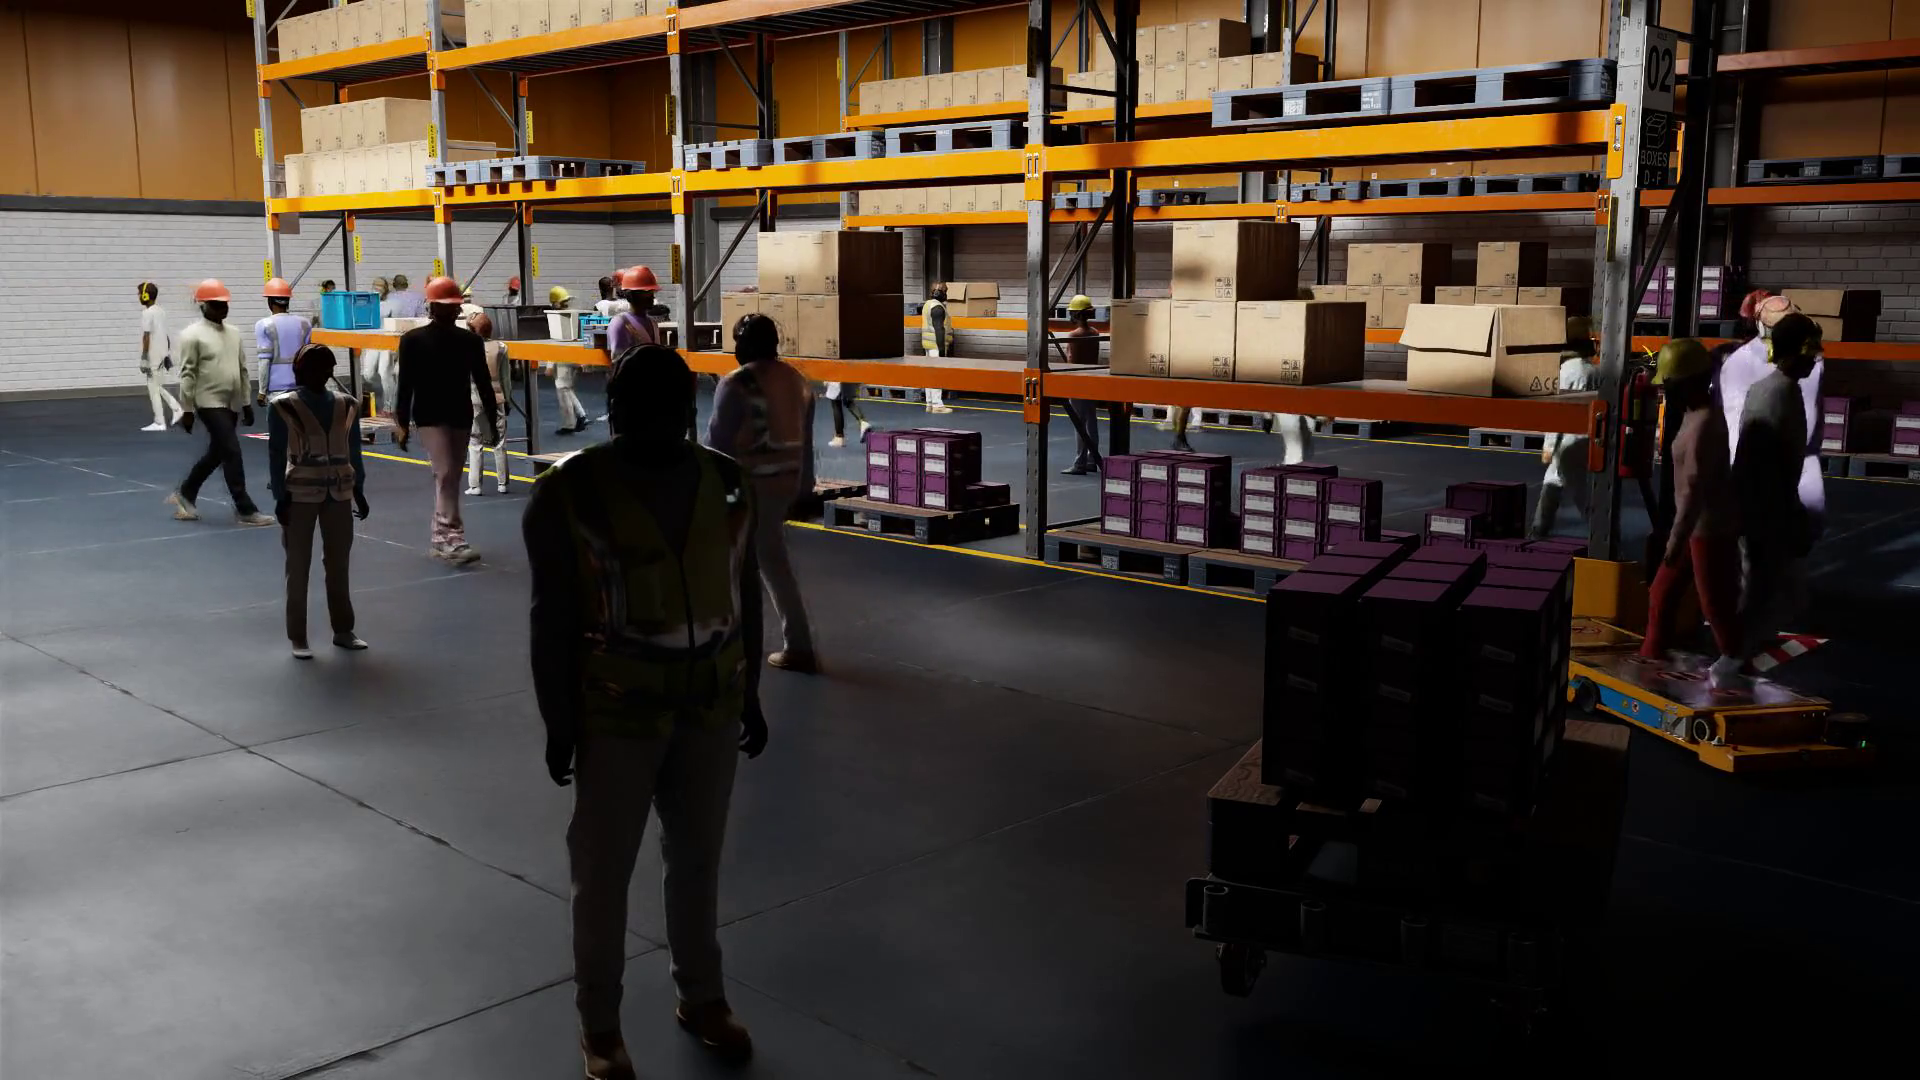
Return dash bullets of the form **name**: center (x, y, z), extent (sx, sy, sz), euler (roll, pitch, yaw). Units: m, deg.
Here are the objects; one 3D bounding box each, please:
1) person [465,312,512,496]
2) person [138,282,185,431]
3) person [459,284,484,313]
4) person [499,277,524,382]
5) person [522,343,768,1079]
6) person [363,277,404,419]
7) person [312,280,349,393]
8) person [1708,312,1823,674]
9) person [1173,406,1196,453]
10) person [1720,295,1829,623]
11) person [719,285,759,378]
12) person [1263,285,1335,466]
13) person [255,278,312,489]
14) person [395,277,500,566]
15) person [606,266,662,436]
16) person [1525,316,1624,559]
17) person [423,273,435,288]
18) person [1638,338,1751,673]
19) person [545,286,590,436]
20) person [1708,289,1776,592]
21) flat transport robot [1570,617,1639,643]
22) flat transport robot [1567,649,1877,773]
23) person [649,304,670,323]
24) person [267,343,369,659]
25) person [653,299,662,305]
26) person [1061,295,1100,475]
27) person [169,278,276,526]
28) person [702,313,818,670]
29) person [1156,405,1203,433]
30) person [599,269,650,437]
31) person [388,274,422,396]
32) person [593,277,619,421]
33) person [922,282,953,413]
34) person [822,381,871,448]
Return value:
- **person**: center (-4.252, -1.211, 14.847), extent (0.522, 1.645, 0.306), euler (-6, 11, -34)
- **person**: center (-10.054, -2.279, 20.772), extent (0.436, 1.858, 0.514), euler (-1, 9, -4)
- **person**: center (-6.834, -2.630, 23.052), extent (0.630, 1.803, 0.616), euler (-7, 12, -37)
- **person**: center (-8.056, -3.786, 29.909), extent (0.722, 1.885, 0.472), euler (5, 10, 27)
- **person**: center (-0.758, 0.430, 4.187), extent (0.625, 1.843, 0.430), euler (-6, 11, -33)
- **person**: center (-7.717, -2.554, 22.246), extent (0.657, 1.916, 0.427), euler (5, 10, 26)
- **person**: center (-10.037, -3.226, 26.615), extent (0.801, 1.832, 0.561), euler (7, 12, 37)
- **person**: center (3.624, -0.098, 7.468), extent (0.457, 1.826, 0.559), euler (1, 9, 4)
- **person**: center (2.502, -1.867, 18.026), extent (0.580, 1.919, 0.530), euler (-8, 12, -40)
- **person**: center (4.666, -0.448, 9.477), extent (0.687, 1.875, 0.422), euler (-2, 9, -12)
- **person**: center (-2.105, -1.573, 16.377), extent (0.681, 1.877, 0.740), euler (-7, 12, -38)
- **person**: center (2.665, -1.097, 13.398), extent (0.631, 1.894, 0.798), euler (-4, 10, -22)
- **person**: center (-6.195, -1.423, 15.247), extent (0.360, 1.939, 0.543), euler (7, 11, 35)
- **person**: center (-3.432, -0.800, 11.353), extent (0.653, 1.955, 0.933), euler (-9, 13, -44)
- **person**: center (-2.428, -1.062, 12.714), extent (0.377, 2.045, 0.605), euler (3, 10, 17)
- **person**: center (4.221, -0.680, 11.425), extent (0.876, 1.701, 0.502), euler (9, 13, 43)
- **person**: center (-7.574, -2.880, 24.137), extent (0.941, 1.947, 0.642), euler (1, 9, 7)
- **person**: center (3.225, -0.042, 7.458), extent (0.795, 1.708, 0.578), euler (3, 10, 20)
- **person**: center (-4.788, -2.154, 20.106), extent (0.412, 1.815, 0.587), euler (3, 10, 18)
- **person**: center (4.996, -0.644, 10.604), extent (0.552, 1.907, 0.667), euler (2, 10, 14)
- **flat transport robot**: center (2.748, 0.553, 8.231), extent (1.431, 0.197, 0.652), euler (-2, 9, -12)
- **flat transport robot**: center (3.216, 0.708, 7.285), extent (0.652, 0.197, 1.431), euler (-2, 9, -12)
- **person**: center (-3.384, -1.740, 18.028), extent (0.604, 1.659, 0.526), euler (4, 10, 25)
- **person**: center (-3.361, -0.211, 8.726), extent (0.311, 1.642, 0.512), euler (9, 13, 43)
- **person**: center (-4.925, -3.180, 26.274), extent (0.587, 1.859, 0.816), euler (-8, 12, -42)
- **person**: center (1.188, -1.524, 16.397), extent (0.312, 1.769, 0.522), euler (6, 11, 33)
- **person**: center (-5.918, -1.089, 13.153), extent (0.987, 1.961, 0.616), euler (2, 10, 15)
- **person**: center (-1.070, -0.252, 8.507), extent (0.954, 1.792, 0.638), euler (6, 11, 34)
- **person**: center (2.742, -2.259, 20.612), extent (0.746, 1.856, 0.603), euler (9, 13, 43)
- **person**: center (-3.941, -2.143, 19.426), extent (0.798, 2.013, 0.605), euler (5, 11, 30)
- **person**: center (-8.821, -3.235, 26.364), extent (0.629, 1.940, 0.373), euler (-8, 12, -41)
- **person**: center (-4.625, -2.526, 22.094), extent (0.391, 1.913, 0.587), euler (6, 11, 31)
- **person**: center (-0.314, -2.698, 23.382), extent (0.430, 1.838, 0.619), euler (-3, 10, -15)
- **person**: center (-1.285, -1.867, 18.732), extent (0.539, 1.682, 0.471), euler (-9, 13, -42)
